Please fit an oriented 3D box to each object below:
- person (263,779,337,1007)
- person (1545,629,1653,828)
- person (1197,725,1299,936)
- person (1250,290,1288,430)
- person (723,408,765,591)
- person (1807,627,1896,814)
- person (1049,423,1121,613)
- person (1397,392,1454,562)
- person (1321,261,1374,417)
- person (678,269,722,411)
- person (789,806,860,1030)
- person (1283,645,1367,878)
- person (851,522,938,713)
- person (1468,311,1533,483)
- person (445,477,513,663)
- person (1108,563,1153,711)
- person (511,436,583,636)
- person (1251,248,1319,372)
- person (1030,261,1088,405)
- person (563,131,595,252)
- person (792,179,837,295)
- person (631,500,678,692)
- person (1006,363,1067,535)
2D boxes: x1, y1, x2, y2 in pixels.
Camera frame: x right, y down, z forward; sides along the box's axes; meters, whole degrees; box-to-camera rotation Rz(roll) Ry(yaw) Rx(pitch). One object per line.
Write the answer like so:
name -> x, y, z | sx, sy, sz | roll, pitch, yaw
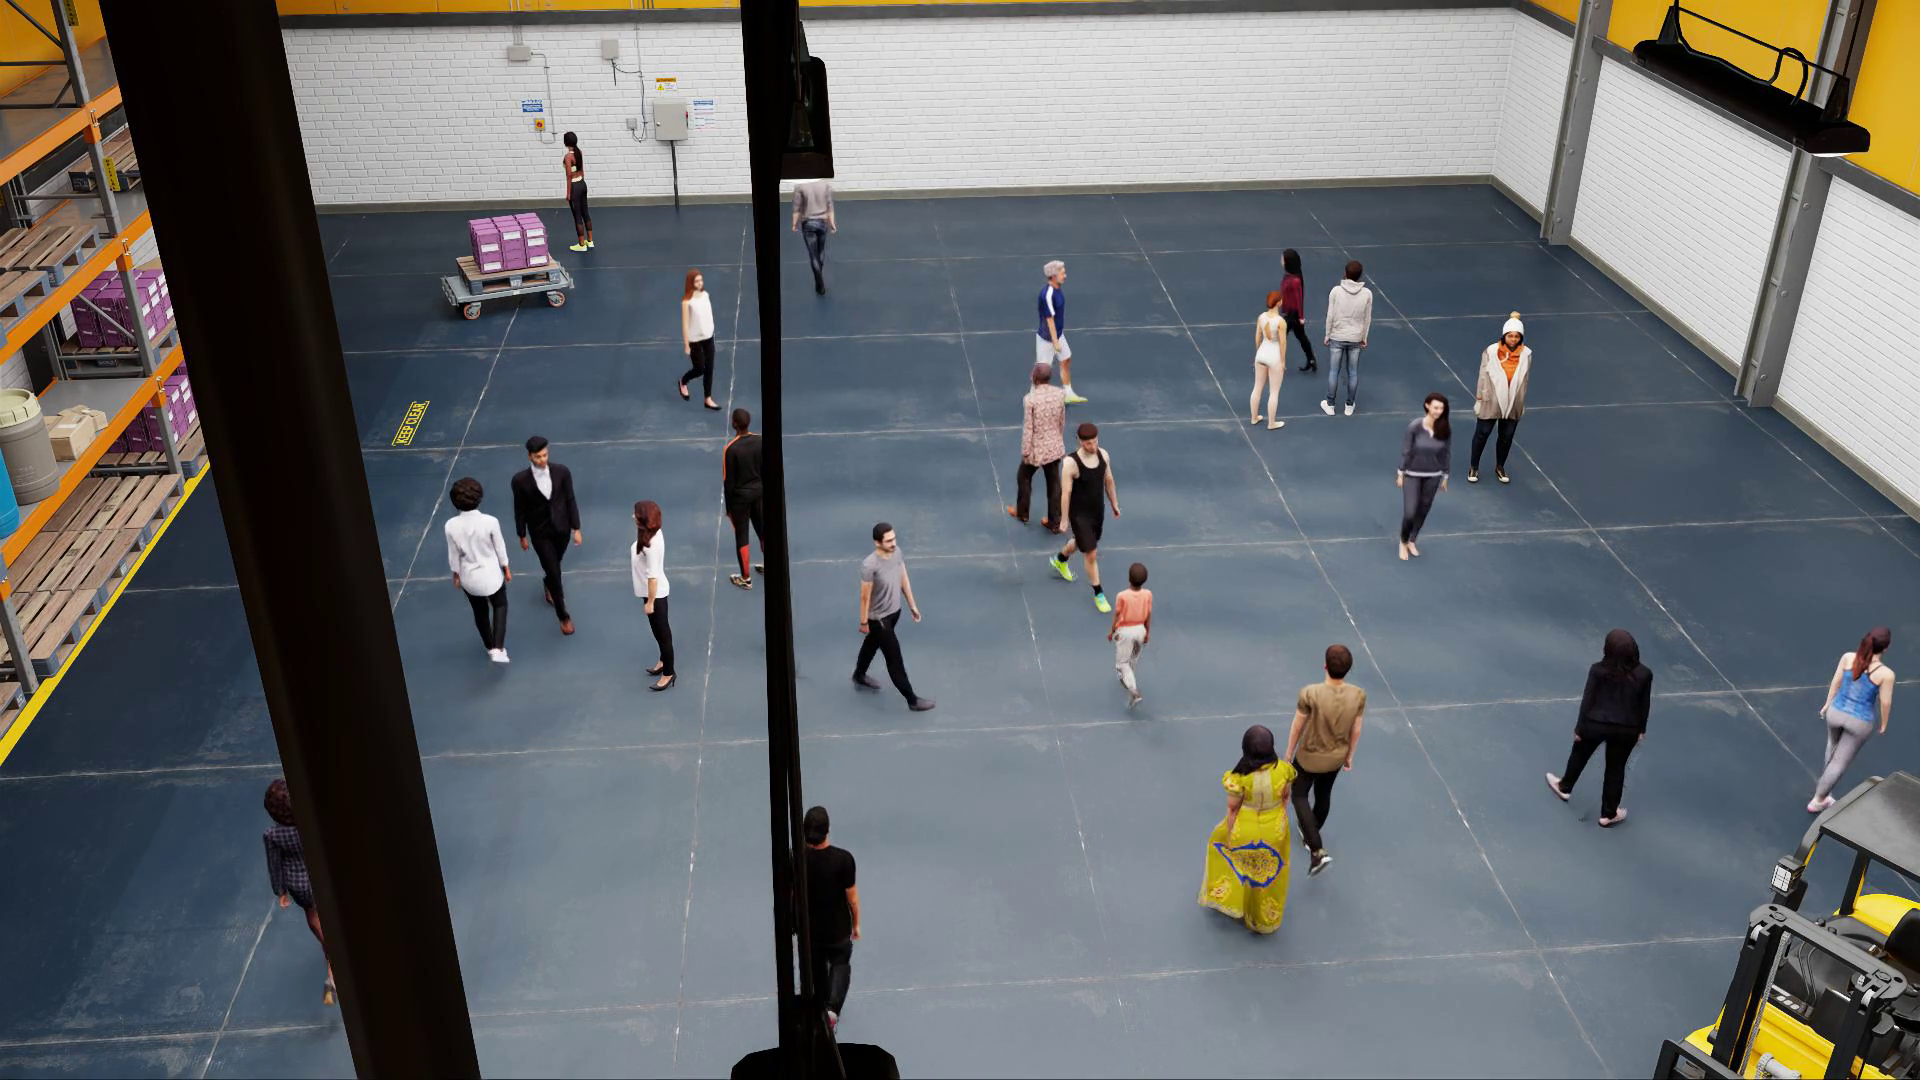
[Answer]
person -> -4.242, 2.315, 10.917 | 0.687, 1.674, 1.026 | -6, 29, -11
person -> 4.941, 1.440, 12.602 | 0.829, 1.597, 0.832 | 7, 29, 12
person -> 2.059, 2.053, 11.430 | 0.760, 1.642, 0.731 | -3, 29, -5
person -> 3.531, -2.065, 18.978 | 0.680, 1.643, 0.599 | -24, 37, -37
person -> -2.012, -0.407, 15.771 | 0.693, 1.804, 0.716 | -22, 35, -34
person -> 6.752, 1.394, 12.695 | 0.877, 1.587, 0.881 | -19, 34, -31
person -> 1.125, -0.289, 15.504 | 1.163, 1.853, 1.307 | -23, 36, -36
person -> 4.491, -0.663, 16.292 | 0.618, 1.755, 0.611 | -3, 29, -5
person -> 4.472, -2.342, 19.267 | 0.688, 1.853, 0.596 | 1, 29, 1
person -> -3.092, -2.345, 19.421 | 0.908, 1.711, 0.856 | 20, 35, 32
person -> -0.885, 2.472, 10.560 | 0.766, 1.740, 1.019 | 4, 29, 6
person -> 2.628, 1.608, 12.040 | 0.701, 1.839, 1.043 | -4, 29, -7
person -> -0.713, 0.607, 14.022 | 1.097, 1.698, 1.165 | 15, 32, 25
person -> 5.769, -1.521, 17.721 | 0.723, 1.891, 0.685 | 1, 29, 2
person -> -4.165, 0.324, 14.436 | 0.660, 1.800, 0.831 | -3, 29, -6
person -> 1.457, 0.813, 14.065 | 0.601, 1.296, 0.889 | -8, 30, -14
person -> -3.773, -0.126, 15.220 | 1.042, 1.839, 1.304 | -16, 32, -26
person -> 4.133, -2.746, 20.267 | 0.717, 1.604, 0.989 | 0, 29, 1
person -> 0.974, -2.397, 19.412 | 0.899, 1.810, 0.958 | 8, 30, 14
person -> -5.639, -5.148, 24.513 | 0.704, 1.755, 0.596 | 12, 31, 21
person -> -1.968, -4.289, 22.816 | 0.917, 1.872, 1.205 | -10, 30, -17
person -> -2.596, 0.456, 14.199 | 0.688, 1.795, 0.488 | -6, 29, -10
person -> 0.876, -0.875, 16.653 | 0.959, 1.781, 1.061 | -16, 33, -27
